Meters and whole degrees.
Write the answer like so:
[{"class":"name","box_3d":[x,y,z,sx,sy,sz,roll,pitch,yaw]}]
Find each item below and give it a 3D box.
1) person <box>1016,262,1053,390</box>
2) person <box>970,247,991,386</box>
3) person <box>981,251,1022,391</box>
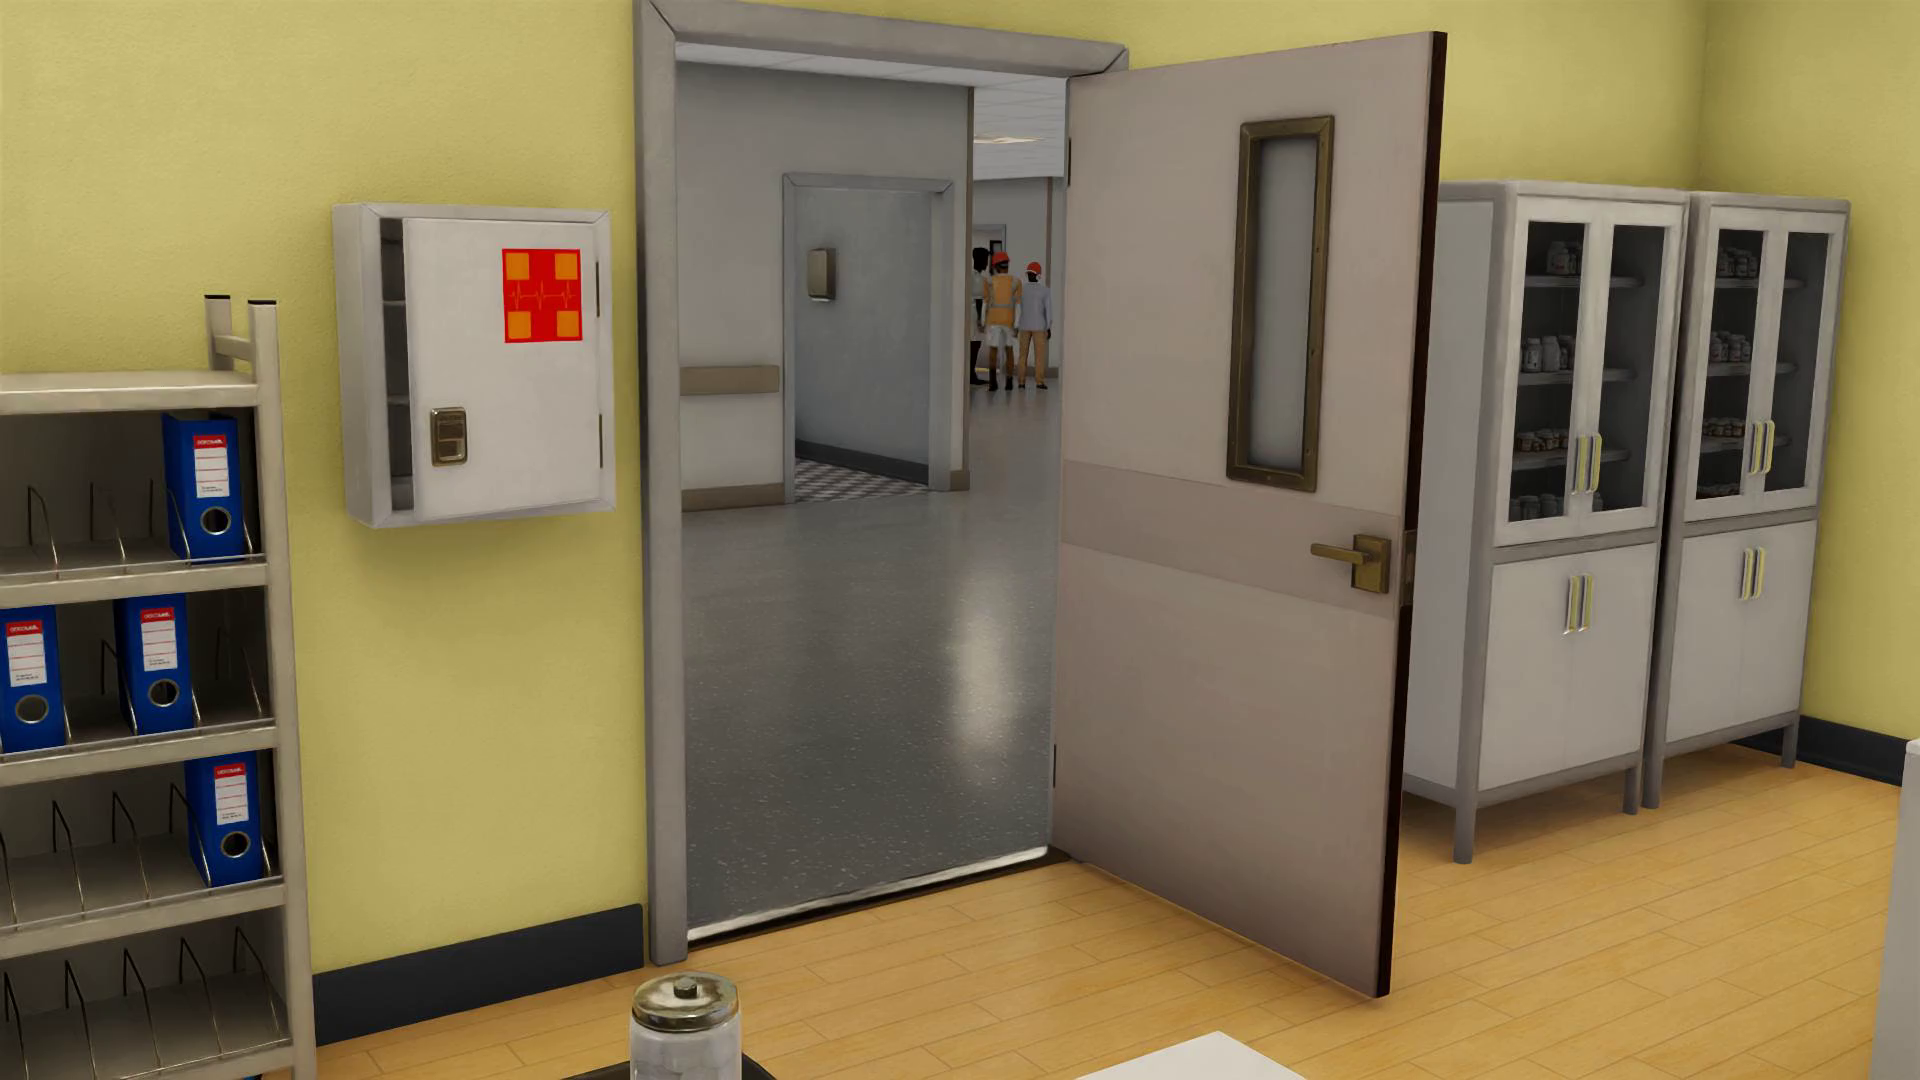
[{"class":"person","box_3d":[0.999,-2.944,22.892,0.572,1.751,0.329,3,10,14]},{"class":"person","box_3d":[0.228,-3.135,23.386,0.387,1.953,0.610,-1,10,-12]},{"class":"person","box_3d":[0.558,-2.949,22.469,0.552,1.897,0.809,1,10,0]}]
